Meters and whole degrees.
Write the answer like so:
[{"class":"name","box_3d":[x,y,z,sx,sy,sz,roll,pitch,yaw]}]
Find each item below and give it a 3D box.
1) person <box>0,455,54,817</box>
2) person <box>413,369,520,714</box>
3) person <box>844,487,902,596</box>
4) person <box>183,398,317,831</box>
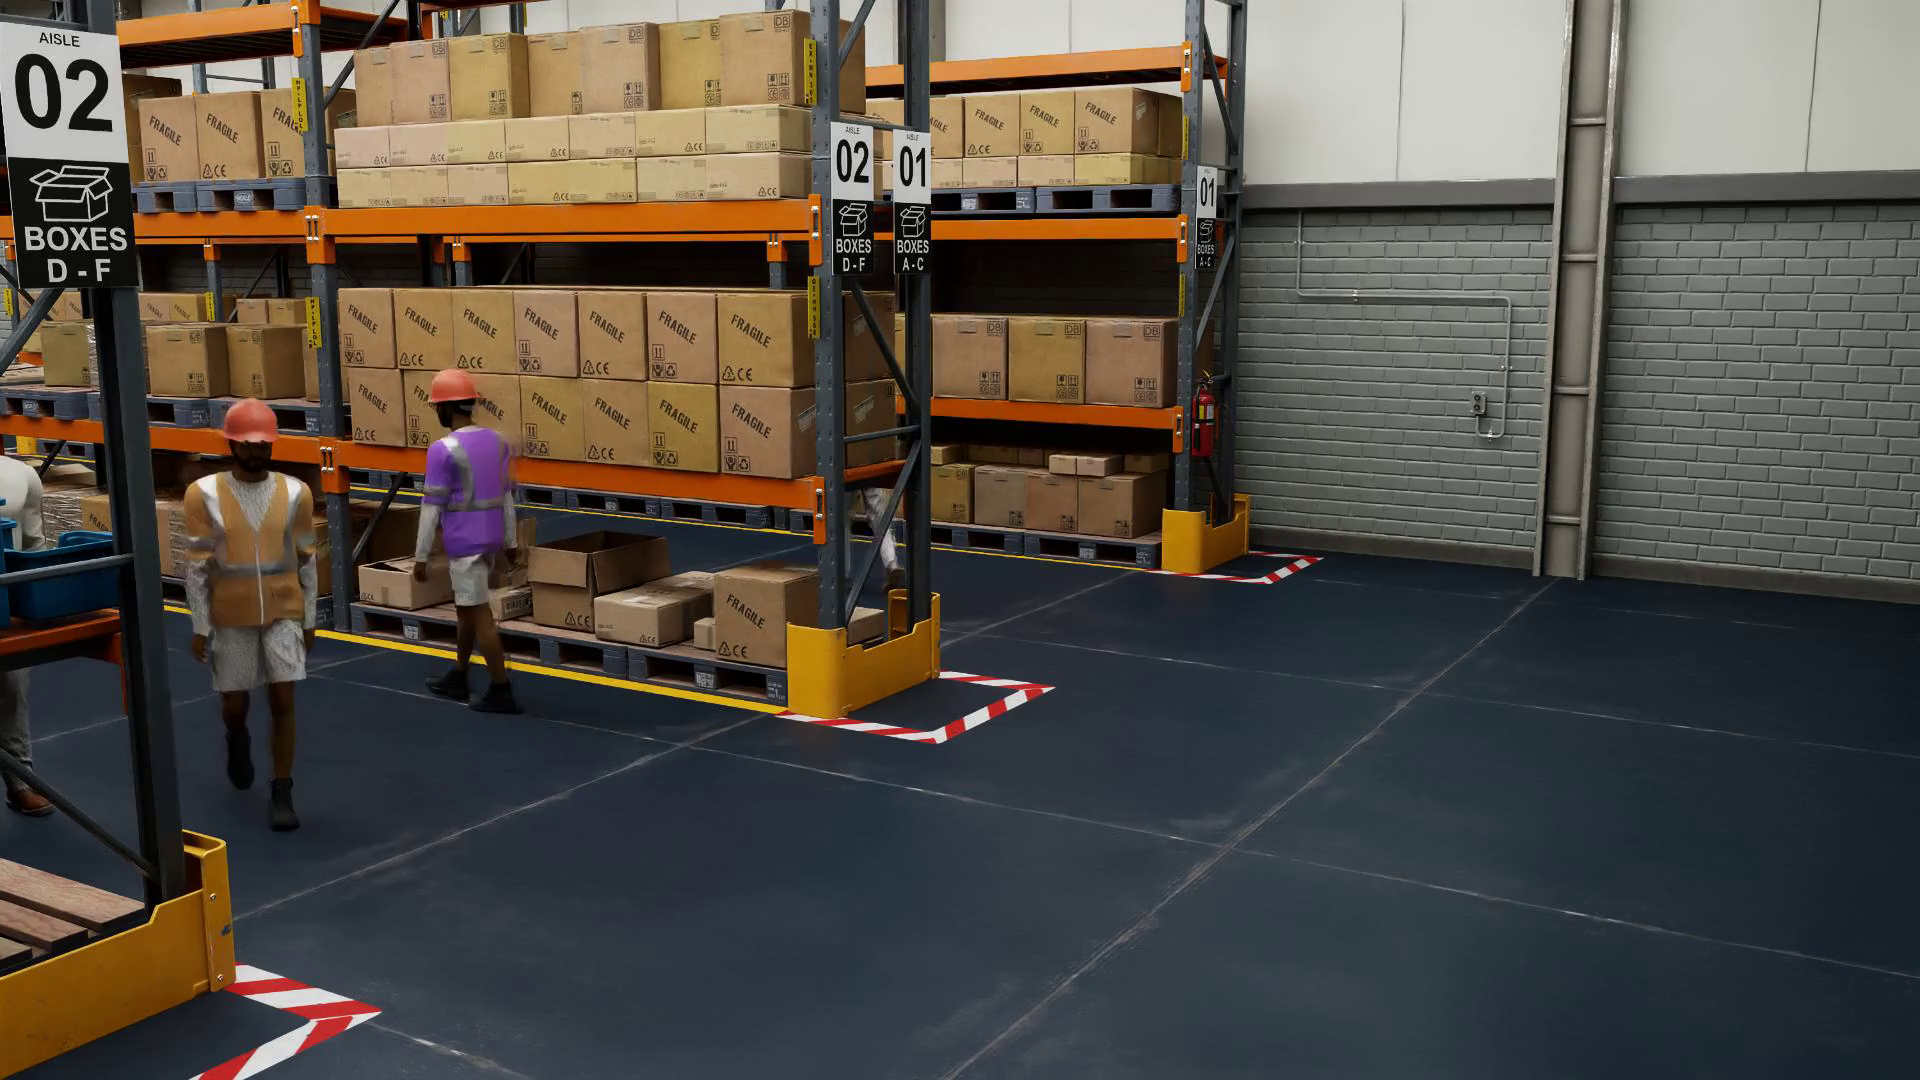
[{"class":"person","box_3d":[-4.356,0.317,7.388,0.355,1.936,0.635,7,12,37]},{"class":"person","box_3d":[-2.826,0.012,9.247,0.836,1.904,0.583,4,11,23]},{"class":"person","box_3d":[-0.732,-0.503,12.449,0.576,1.856,0.866,-5,11,-26]},{"class":"person","box_3d":[-3.163,0.314,7.454,0.565,1.925,0.652,-6,11,-31]}]
